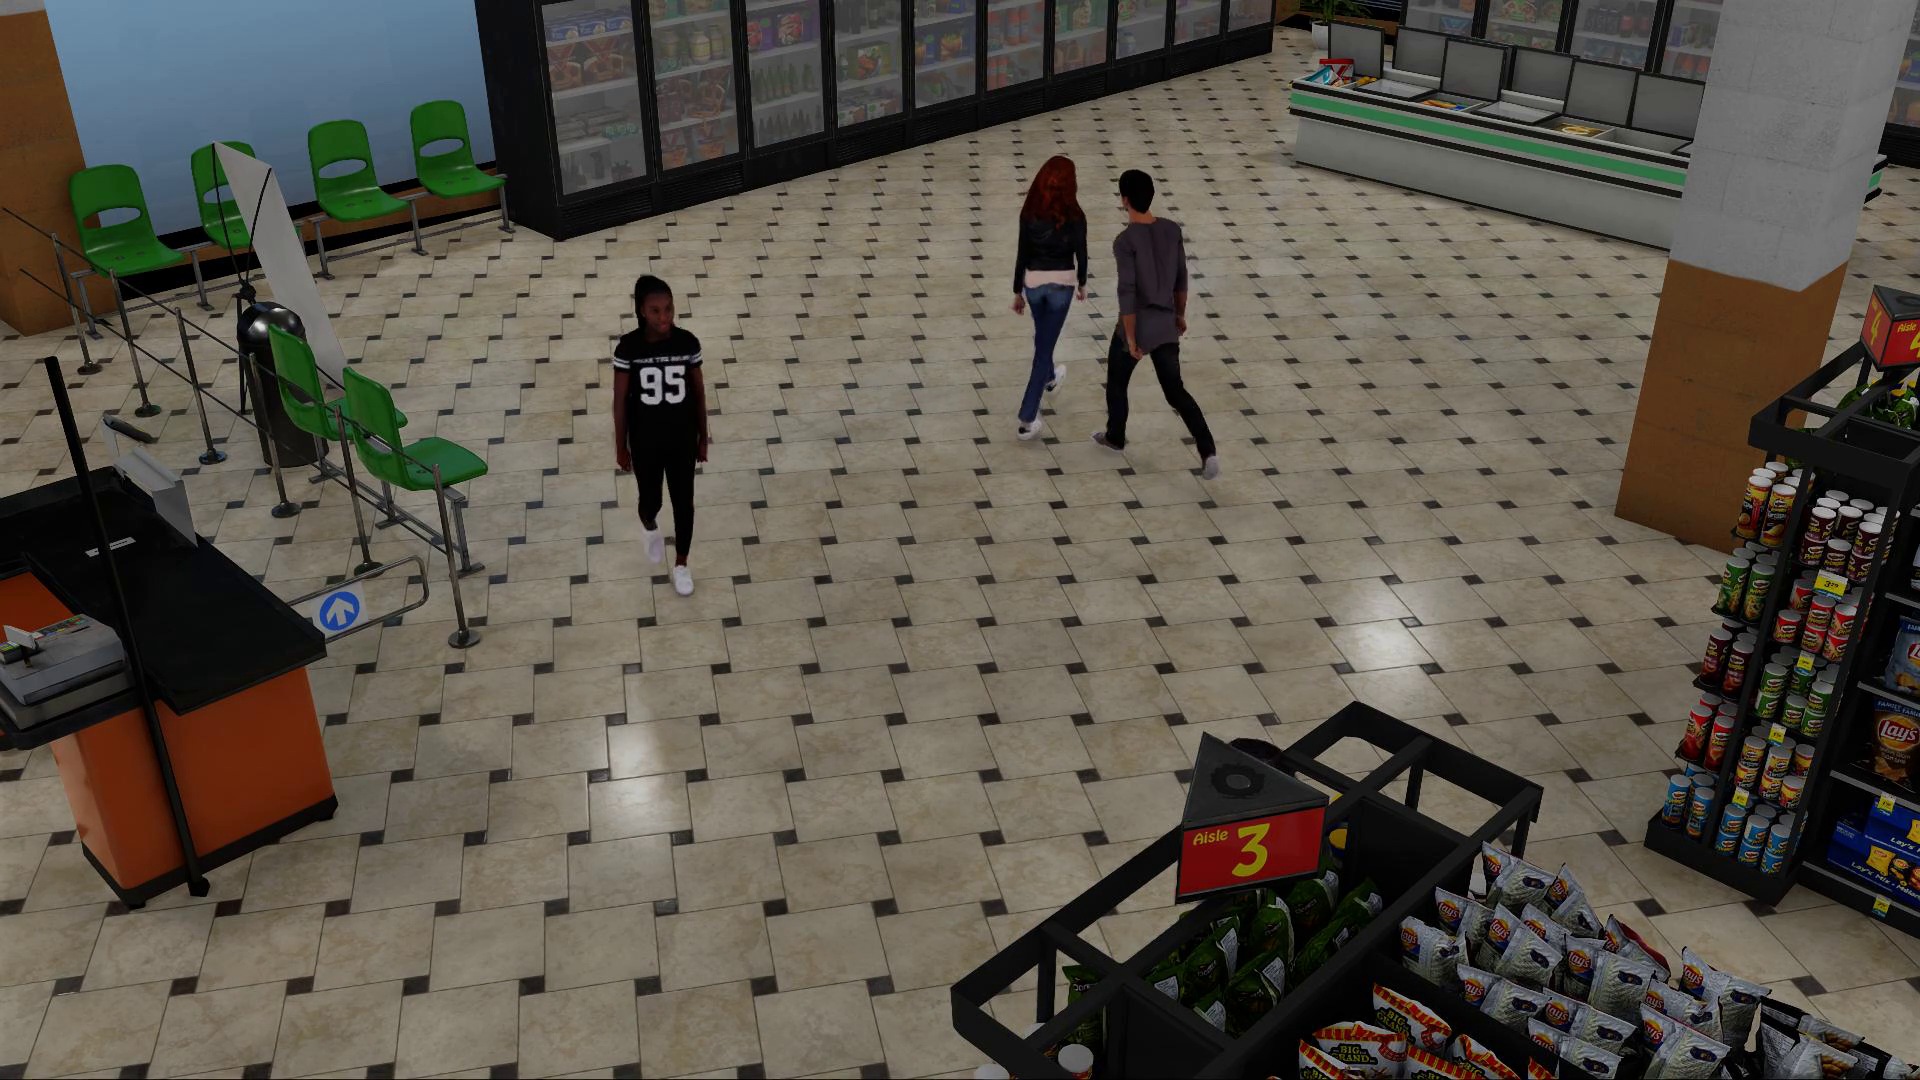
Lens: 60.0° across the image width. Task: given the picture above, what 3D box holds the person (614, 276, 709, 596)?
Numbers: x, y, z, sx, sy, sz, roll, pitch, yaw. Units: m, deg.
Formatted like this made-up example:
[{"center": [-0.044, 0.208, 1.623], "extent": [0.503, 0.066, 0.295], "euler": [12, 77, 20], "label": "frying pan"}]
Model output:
[{"center": [-1.570, -0.558, 8.667], "extent": [0.797, 1.722, 0.874], "euler": [-12, 31, -20], "label": "person"}]

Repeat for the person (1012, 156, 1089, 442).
[{"center": [0.524, -1.436, 10.265], "extent": [1.182, 1.732, 0.967], "euler": [11, 30, 19], "label": "person"}]

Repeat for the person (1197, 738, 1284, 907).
[{"center": [0.788, 1.312, 5.372], "extent": [0.808, 1.598, 0.745], "euler": [-2, 29, -4], "label": "person"}]

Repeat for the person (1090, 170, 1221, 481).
[{"center": [1.174, -1.188, 9.756], "extent": [0.889, 1.784, 1.311], "euler": [-16, 33, -27], "label": "person"}]
